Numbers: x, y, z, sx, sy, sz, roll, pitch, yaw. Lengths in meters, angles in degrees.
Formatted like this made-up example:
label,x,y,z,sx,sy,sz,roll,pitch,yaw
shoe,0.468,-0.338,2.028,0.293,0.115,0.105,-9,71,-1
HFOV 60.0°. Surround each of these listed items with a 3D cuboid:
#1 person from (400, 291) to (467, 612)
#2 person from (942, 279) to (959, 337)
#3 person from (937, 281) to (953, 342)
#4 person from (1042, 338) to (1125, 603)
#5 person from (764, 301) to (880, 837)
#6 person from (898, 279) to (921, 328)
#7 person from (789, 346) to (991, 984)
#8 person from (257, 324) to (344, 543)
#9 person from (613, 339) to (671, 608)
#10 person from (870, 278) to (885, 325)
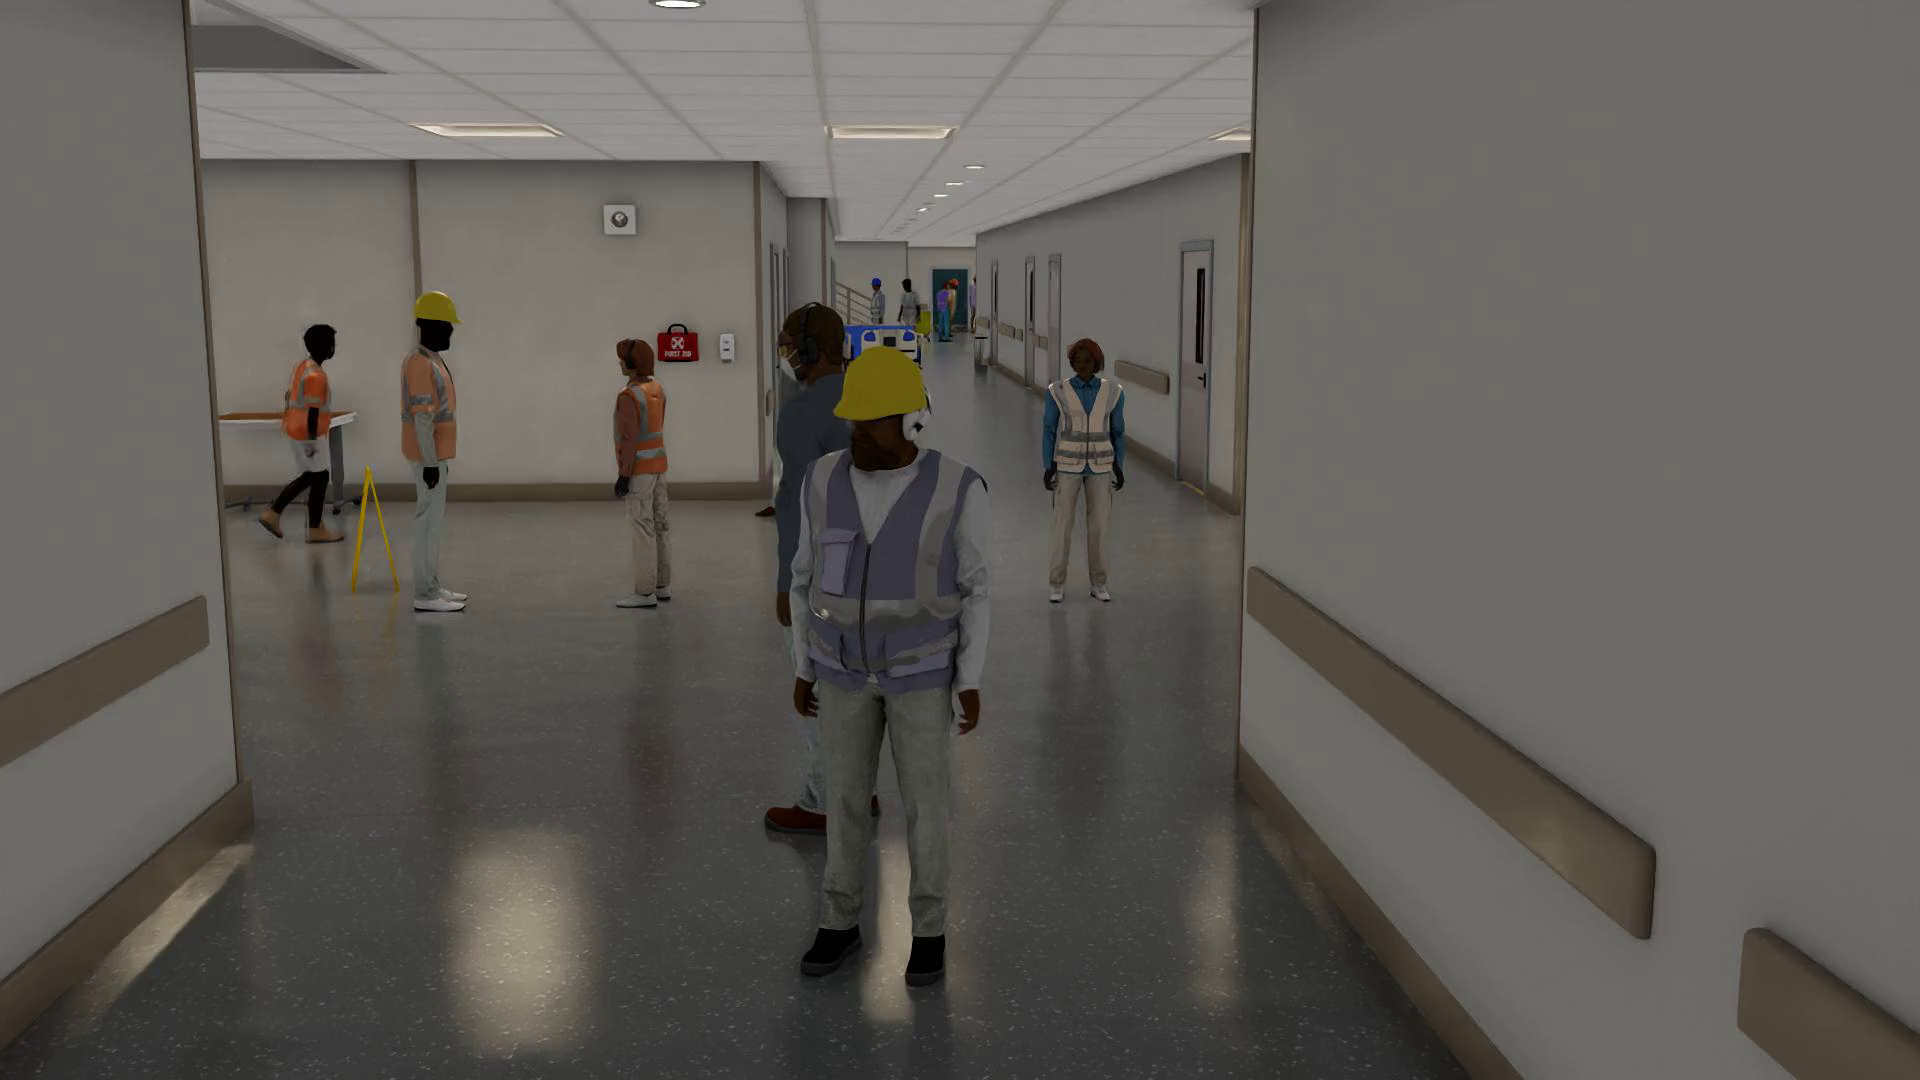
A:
label,x,y,z,sx,sy,sz,roll,pitch,yaw
person,-3.176,-0.534,10.073,0.382,1.923,0.593,-2,9,-12
person,-0.283,-7.567,54.286,0.507,1.907,0.574,5,10,29
person,-0.482,-6.927,50.472,0.569,1.840,0.374,9,12,43
person,0.765,-0.426,10.295,0.521,1.636,0.311,-1,9,-5
person,-0.483,0.107,6.054,0.386,1.930,0.630,4,10,23
person,-1.290,-5.850,43.476,0.727,1.923,0.475,7,12,39
person,-0.215,0.362,4.763,0.587,1.825,0.404,2,9,15
person,-4.954,-0.790,12.490,0.586,1.665,0.554,-5,11,-31
person,-1.944,-0.406,10.156,0.311,1.642,0.512,2,9,14
person,-2.110,-5.720,42.553,0.389,1.949,0.604,-4,10,-25
